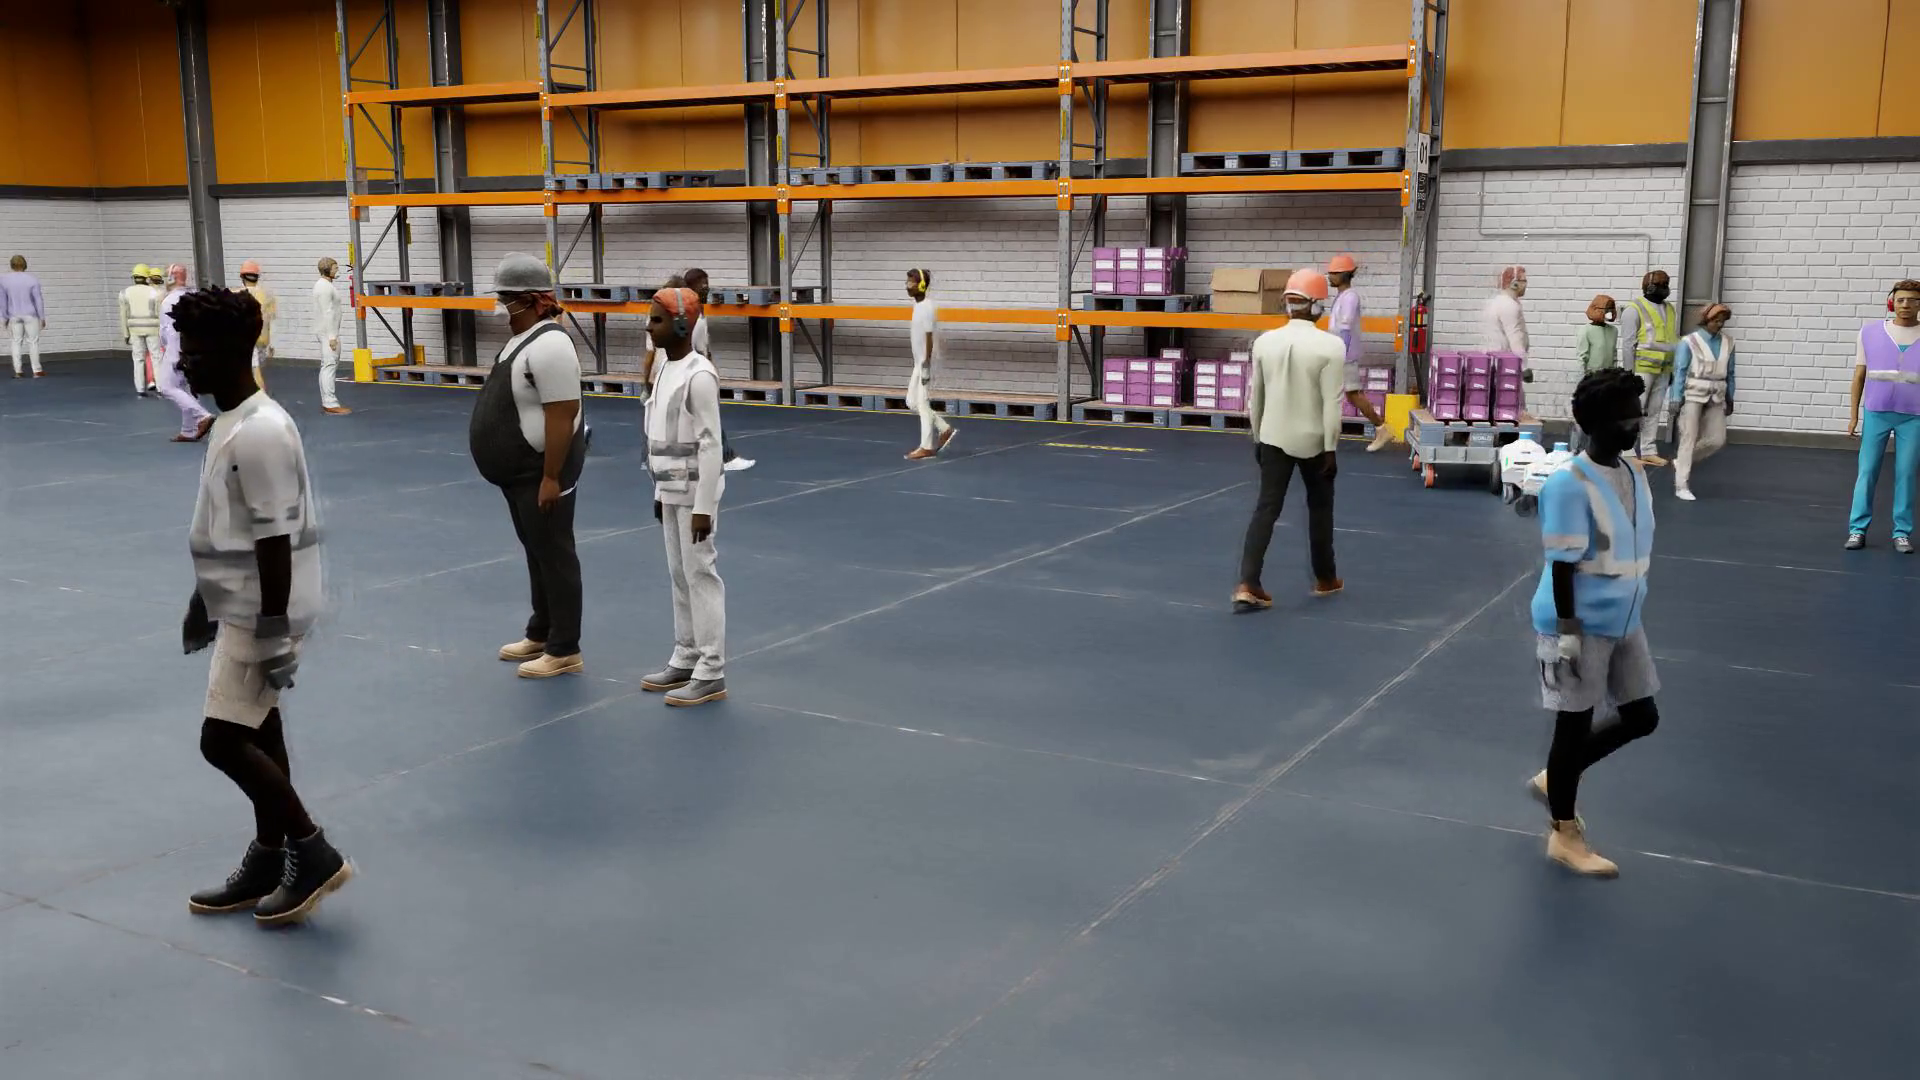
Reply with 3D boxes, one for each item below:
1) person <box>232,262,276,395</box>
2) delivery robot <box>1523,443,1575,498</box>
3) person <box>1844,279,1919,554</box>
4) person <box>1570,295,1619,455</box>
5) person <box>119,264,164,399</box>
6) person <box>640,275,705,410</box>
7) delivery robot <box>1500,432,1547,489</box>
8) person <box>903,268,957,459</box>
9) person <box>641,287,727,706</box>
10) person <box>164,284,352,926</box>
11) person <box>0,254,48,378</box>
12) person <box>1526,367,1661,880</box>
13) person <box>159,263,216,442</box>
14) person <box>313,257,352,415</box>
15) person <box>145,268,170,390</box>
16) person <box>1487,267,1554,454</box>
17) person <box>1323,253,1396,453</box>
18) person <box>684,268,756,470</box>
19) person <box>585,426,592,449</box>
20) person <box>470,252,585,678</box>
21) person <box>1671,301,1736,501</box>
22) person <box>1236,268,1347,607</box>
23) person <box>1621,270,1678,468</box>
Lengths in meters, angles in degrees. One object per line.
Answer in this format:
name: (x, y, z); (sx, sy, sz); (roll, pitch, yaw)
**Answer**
person: (-8.630, -2.430, 20.226); (1.038, 1.859, 0.565); (8, 13, 38)
delivery robot: (4.612, -0.506, 12.799); (0.477, 0.478, 0.707); (8, 13, 37)
person: (6.344, -0.834, 11.278); (0.563, 1.843, 0.389); (5, 11, 27)
person: (5.867, -1.445, 15.355); (0.494, 1.624, 0.281); (-6, 12, -30)
person: (-11.086, -2.839, 22.659); (0.600, 1.829, 0.404); (-2, 10, -9)
person: (-2.291, -1.213, 13.449); (0.517, 1.842, 0.832); (-7, 12, -33)
delivery robot: (4.593, -0.637, 13.542); (0.477, 0.478, 0.707); (3, 10, 16)
person: (-0.309, -1.713, 16.226); (0.471, 1.857, 0.538); (-3, 10, -16)
person: (-1.251, -0.195, 7.544); (0.359, 1.883, 0.573); (-5, 11, -27)
person: (-2.172, 0.205, 5.070); (0.427, 1.955, 0.634); (-5, 11, -25)
person: (-14.711, -3.505, 26.127); (0.634, 1.937, 0.359); (-1, 10, -8)
person: (2.068, 0.275, 5.451); (0.538, 1.684, 0.389); (-7, 12, -34)
person: (-8.120, -1.949, 17.455); (0.515, 1.890, 0.650); (1, 10, 6)
person: (-7.757, -2.508, 20.484); (0.370, 1.941, 0.627); (-5, 11, -24)
person: (-11.519, -3.027, 23.919); (0.548, 1.760, 0.343); (-6, 12, -29)
person: (5.355, -1.672, 15.974); (0.940, 1.867, 0.656); (2, 10, 13)
person: (3.890, -1.852, 16.608); (0.993, 2.007, 0.623); (0, 10, 1)
person: (-2.440, -1.560, 15.332); (1.005, 1.870, 0.611); (-1, 10, -3)
person: (-4.091, -1.744, 16.281); (0.815, 1.899, 0.593); (2, 10, 11)
person: (-2.086, -0.361, 8.040); (0.536, 2.000, 0.684); (-5, 11, -24)
person: (6.045, -1.137, 13.610); (0.577, 1.621, 0.461); (-2, 10, -13)
person: (1.915, -0.583, 9.576); (0.630, 1.950, 1.009); (8, 13, 38)
person: (6.474, -1.593, 15.598); (0.640, 1.840, 0.429); (-5, 11, -27)
